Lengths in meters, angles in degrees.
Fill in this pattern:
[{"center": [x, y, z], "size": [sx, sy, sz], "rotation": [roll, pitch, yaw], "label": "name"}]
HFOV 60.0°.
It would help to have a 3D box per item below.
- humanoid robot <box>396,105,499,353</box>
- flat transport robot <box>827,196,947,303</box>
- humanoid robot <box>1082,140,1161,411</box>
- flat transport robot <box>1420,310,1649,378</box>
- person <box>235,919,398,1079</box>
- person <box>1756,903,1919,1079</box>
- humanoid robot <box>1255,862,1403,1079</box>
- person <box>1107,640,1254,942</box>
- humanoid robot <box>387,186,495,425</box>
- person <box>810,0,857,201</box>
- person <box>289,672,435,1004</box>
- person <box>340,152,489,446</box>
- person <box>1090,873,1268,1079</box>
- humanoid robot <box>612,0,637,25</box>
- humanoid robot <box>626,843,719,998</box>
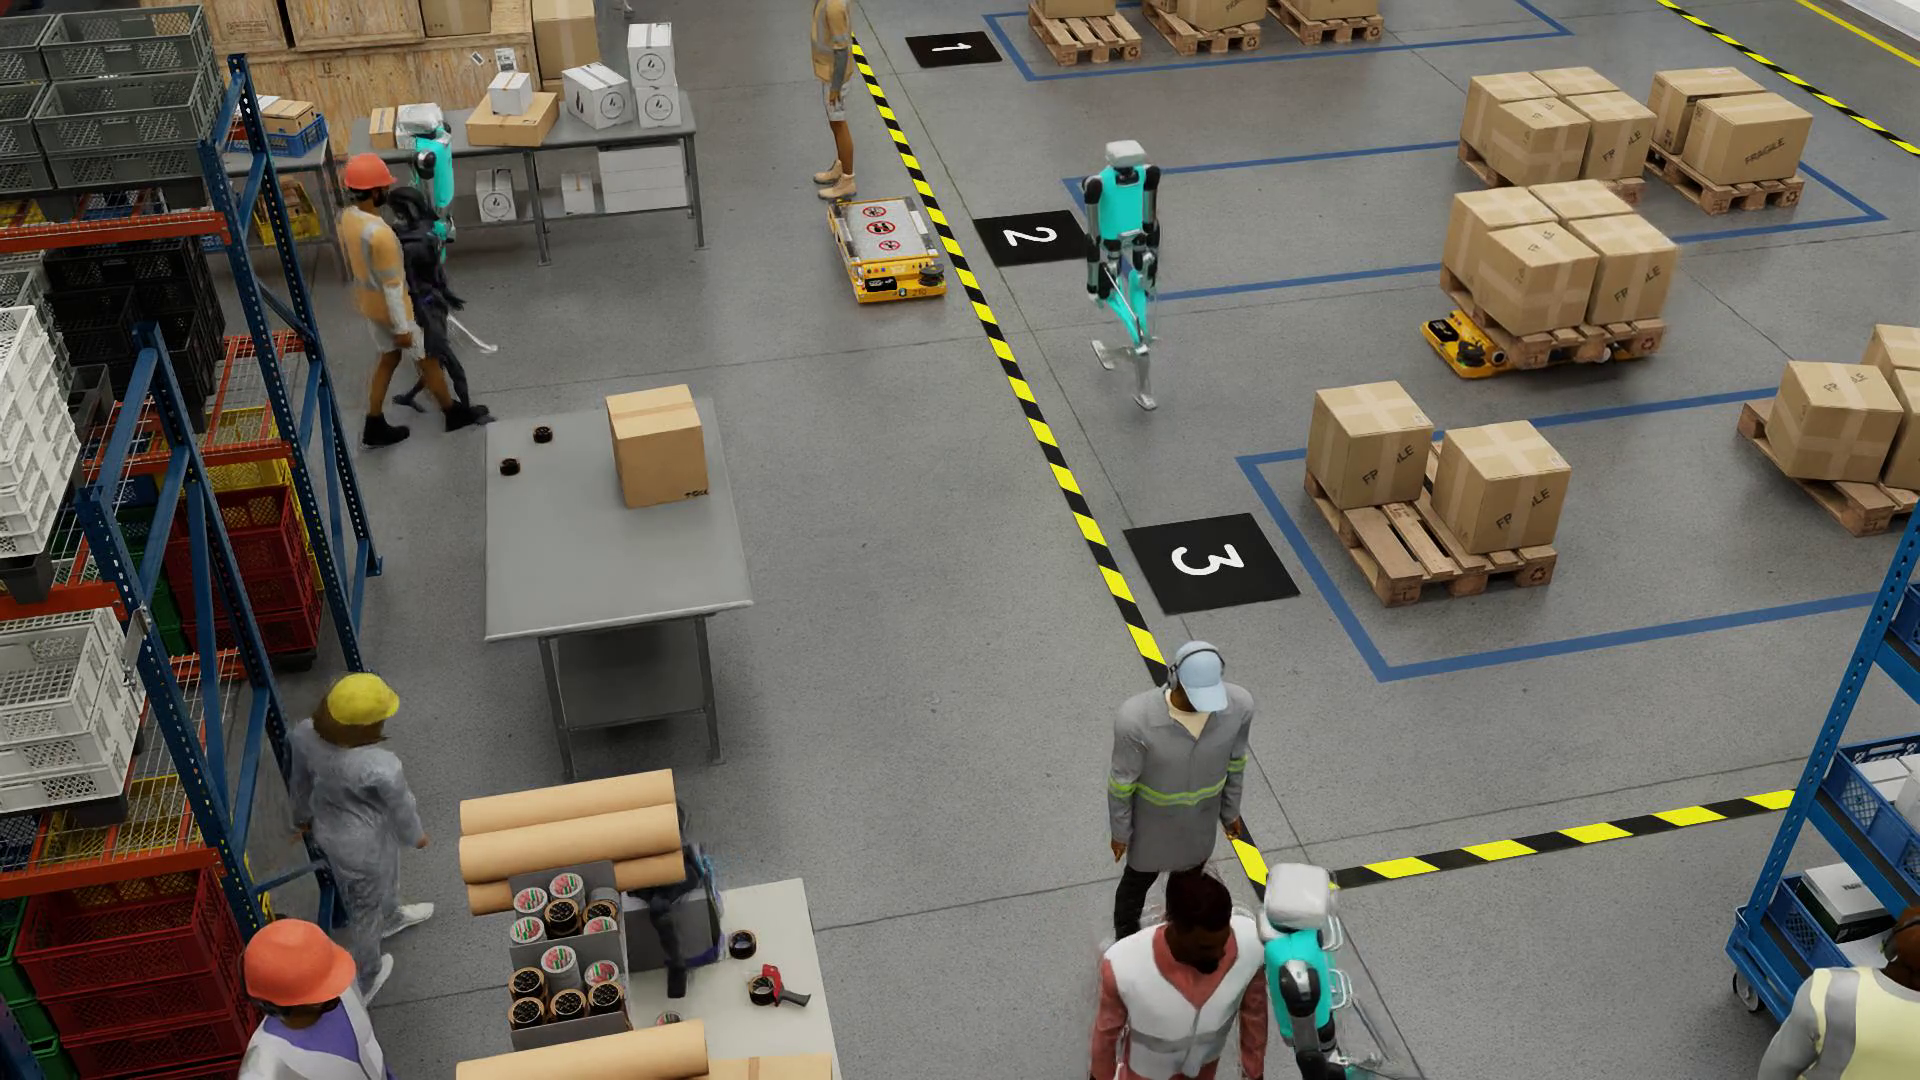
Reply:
[{"center": [-3.601, -2.021, 11.035], "size": [0.915, 1.762, 0.558], "rotation": [0, 37, 0], "label": "humanoid robot"}, {"center": [-0.570, -2.220, 12.538], "size": [0.659, 0.231, 1.431], "rotation": [-8, 37, -10], "label": "flat transport robot"}, {"center": [1.111, -1.602, 10.482], "size": [0.530, 1.726, 1.040], "rotation": [-17, 40, -21], "label": "humanoid robot"}, {"center": [3.986, -1.436, 11.461], "size": [1.431, 0.197, 0.652], "rotation": [-8, 37, -10], "label": "flat transport robot"}, {"center": [-1.981, 1.956, 5.439], "size": [0.375, 2.045, 0.605], "rotation": [4, 37, 5], "label": "person"}, {"center": [3.022, 1.907, 5.672], "size": [0.633, 1.841, 0.429], "rotation": [9, 38, 12], "label": "person"}, {"center": [1.401, 1.822, 5.886], "size": [0.844, 1.764, 0.530], "rotation": [1, 37, 1], "label": "humanoid robot"}, {"center": [0.878, 1.126, 6.716], "size": [0.587, 1.850, 0.392], "rotation": [-9, 38, -12], "label": "person"}, {"center": [-3.332, -1.446, 10.358], "size": [0.635, 1.651, 0.601], "rotation": [0, 37, 0], "label": "humanoid robot"}, {"center": [-1.024, -3.666, 12.997], "size": [0.381, 2.039, 0.615], "rotation": [-5, 37, -7], "label": "person"}, {"center": [-2.406, 1.174, 6.785], "size": [0.565, 1.691, 0.613], "rotation": [21, 42, 26], "label": "person"}, {"center": [-3.454, -1.446, 10.127], "size": [0.806, 1.907, 0.559], "rotation": [-28, 45, -33], "label": "person"}, {"center": [0.743, 1.762, 5.836], "size": [0.598, 1.884, 0.883], "rotation": [-11, 38, -15], "label": "person"}, {"center": [-3.424, -5.933, 16.349], "size": [0.755, 1.847, 0.548], "rotation": [8, 37, 11], "label": "humanoid robot"}, {"center": [-1.049, 1.567, 6.266], "size": [0.369, 1.644, 0.610], "rotation": [-6, 37, -8], "label": "humanoid robot"}]
